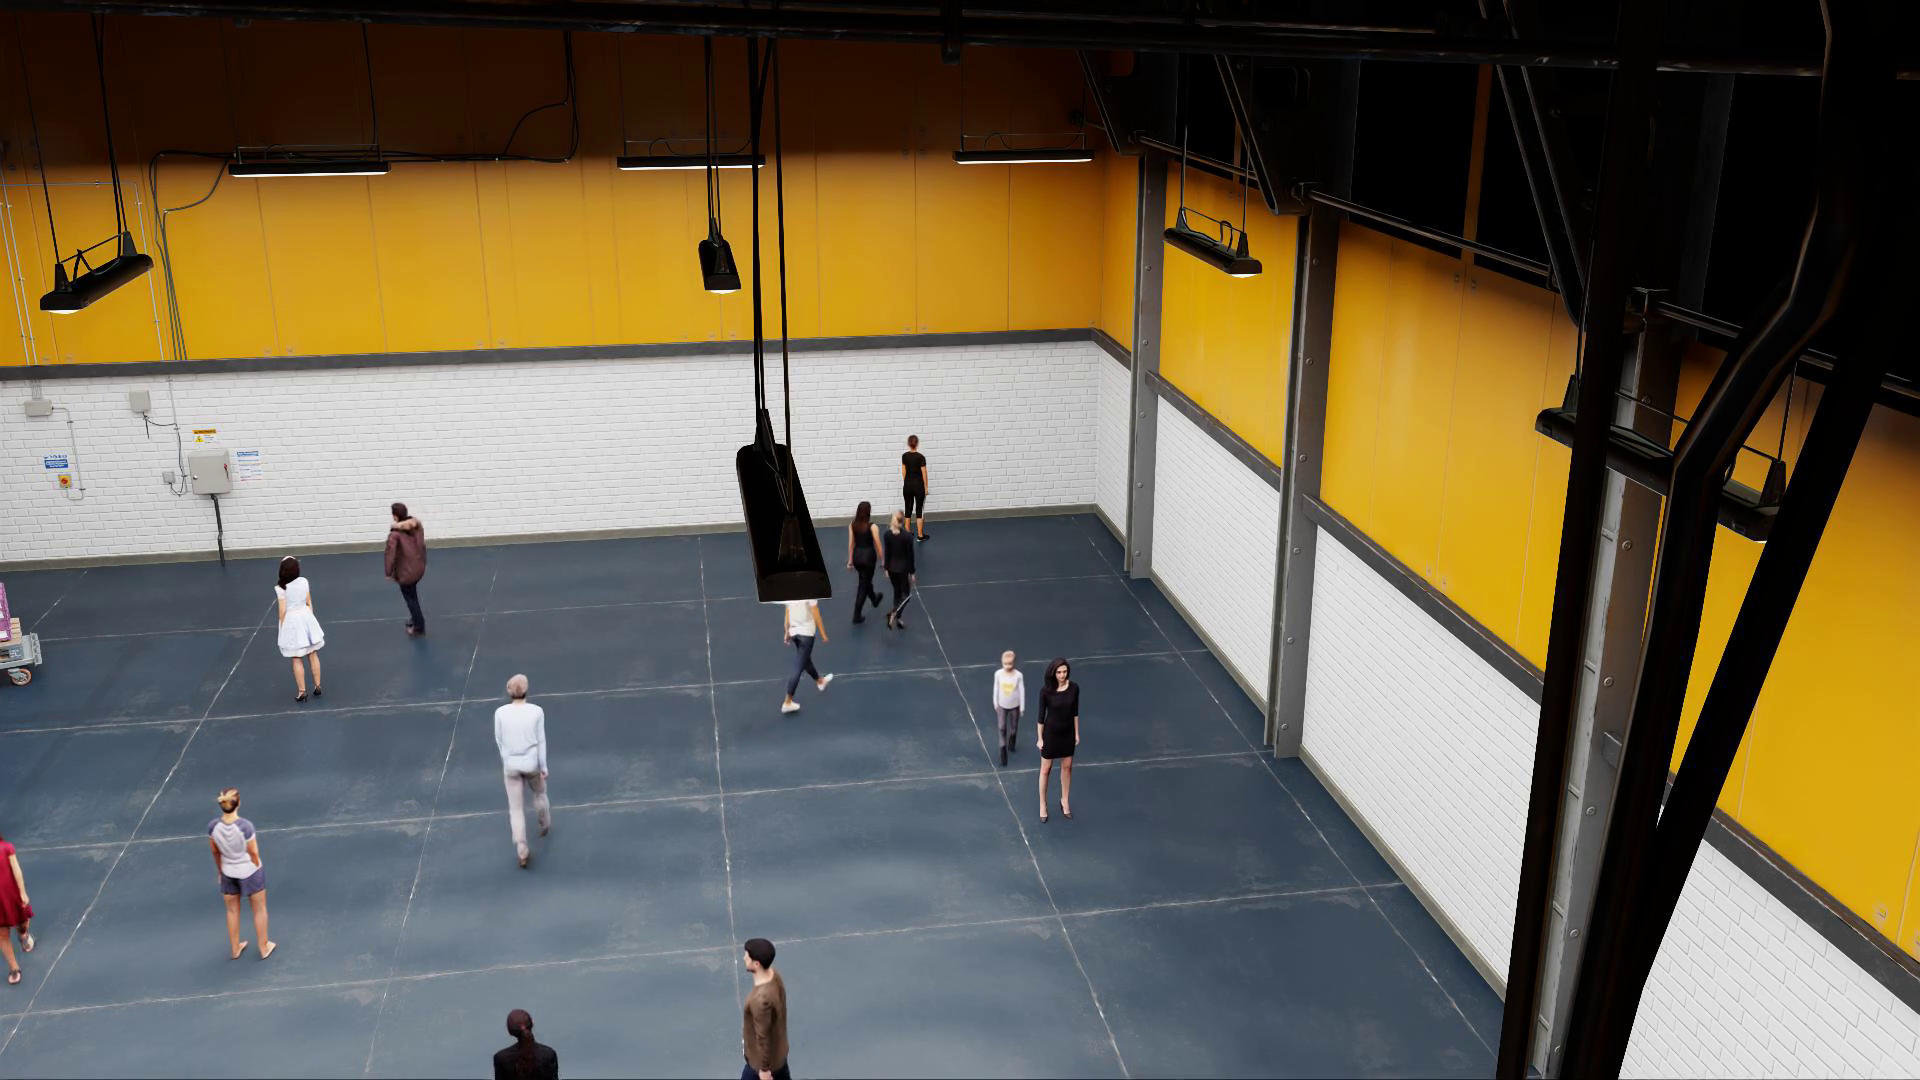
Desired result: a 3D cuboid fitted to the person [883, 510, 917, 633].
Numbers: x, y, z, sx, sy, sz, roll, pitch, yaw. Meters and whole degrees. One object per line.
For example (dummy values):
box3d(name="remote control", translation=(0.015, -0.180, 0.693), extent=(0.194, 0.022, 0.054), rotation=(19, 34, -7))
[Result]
box3d(name="person", translation=(-0.825, 0.454, 21.925), extent=(0.880, 1.690, 0.955), rotation=(10, 21, 27))

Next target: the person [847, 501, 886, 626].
box3d(name="person", translation=(-1.317, 0.345, 22.333), extent=(1.042, 1.635, 1.205), rotation=(9, 21, 24))

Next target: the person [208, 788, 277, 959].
box3d(name="person", translation=(-6.335, 2.939, 14.653), extent=(0.604, 1.622, 0.574), rotation=(1, 19, 3))

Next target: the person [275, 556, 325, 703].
box3d(name="person", translation=(-7.915, 1.067, 19.913), extent=(0.902, 1.811, 0.852), rotation=(17, 25, 42))

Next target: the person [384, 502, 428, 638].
box3d(name="person", translation=(-7.172, 0.407, 21.841), extent=(0.970, 1.832, 0.876), rotation=(8, 20, 23))

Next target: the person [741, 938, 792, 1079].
box3d(name="person", translation=(-1.316, 3.710, 12.009), extent=(0.919, 1.848, 1.151), rotation=(2, 19, 6))

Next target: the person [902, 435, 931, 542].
box3d(name="person", translation=(-0.703, -0.815, 25.724), extent=(0.664, 1.670, 0.699), rotation=(9, 21, 25))

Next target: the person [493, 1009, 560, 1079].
box3d(name="person", translation=(-2.964, 4.037, 11.399), extent=(0.601, 1.617, 1.097), rotation=(-4, 19, -11))

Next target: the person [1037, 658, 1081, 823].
box3d(name="person", translation=(1.013, 2.036, 17.052), extent=(0.617, 1.802, 0.518), rotation=(-5, 19, -14))

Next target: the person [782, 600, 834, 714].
box3d(name="person", translation=(-1.914, 1.198, 19.608), extent=(1.167, 1.759, 1.195), rotation=(14, 23, 35))

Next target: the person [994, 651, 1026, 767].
box3d(name="person", translation=(0.557, 1.824, 18.552), extent=(0.659, 1.246, 0.943), rotation=(2, 19, 6))

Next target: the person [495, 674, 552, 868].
box3d(name="person", translation=(-4.283, 2.288, 16.240), extent=(0.648, 1.841, 1.101), rotation=(-4, 19, -11))

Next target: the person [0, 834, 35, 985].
box3d(name="person", translation=(-8.318, 3.050, 14.449), extent=(0.708, 1.540, 0.896), rotation=(-9, 21, -25))
